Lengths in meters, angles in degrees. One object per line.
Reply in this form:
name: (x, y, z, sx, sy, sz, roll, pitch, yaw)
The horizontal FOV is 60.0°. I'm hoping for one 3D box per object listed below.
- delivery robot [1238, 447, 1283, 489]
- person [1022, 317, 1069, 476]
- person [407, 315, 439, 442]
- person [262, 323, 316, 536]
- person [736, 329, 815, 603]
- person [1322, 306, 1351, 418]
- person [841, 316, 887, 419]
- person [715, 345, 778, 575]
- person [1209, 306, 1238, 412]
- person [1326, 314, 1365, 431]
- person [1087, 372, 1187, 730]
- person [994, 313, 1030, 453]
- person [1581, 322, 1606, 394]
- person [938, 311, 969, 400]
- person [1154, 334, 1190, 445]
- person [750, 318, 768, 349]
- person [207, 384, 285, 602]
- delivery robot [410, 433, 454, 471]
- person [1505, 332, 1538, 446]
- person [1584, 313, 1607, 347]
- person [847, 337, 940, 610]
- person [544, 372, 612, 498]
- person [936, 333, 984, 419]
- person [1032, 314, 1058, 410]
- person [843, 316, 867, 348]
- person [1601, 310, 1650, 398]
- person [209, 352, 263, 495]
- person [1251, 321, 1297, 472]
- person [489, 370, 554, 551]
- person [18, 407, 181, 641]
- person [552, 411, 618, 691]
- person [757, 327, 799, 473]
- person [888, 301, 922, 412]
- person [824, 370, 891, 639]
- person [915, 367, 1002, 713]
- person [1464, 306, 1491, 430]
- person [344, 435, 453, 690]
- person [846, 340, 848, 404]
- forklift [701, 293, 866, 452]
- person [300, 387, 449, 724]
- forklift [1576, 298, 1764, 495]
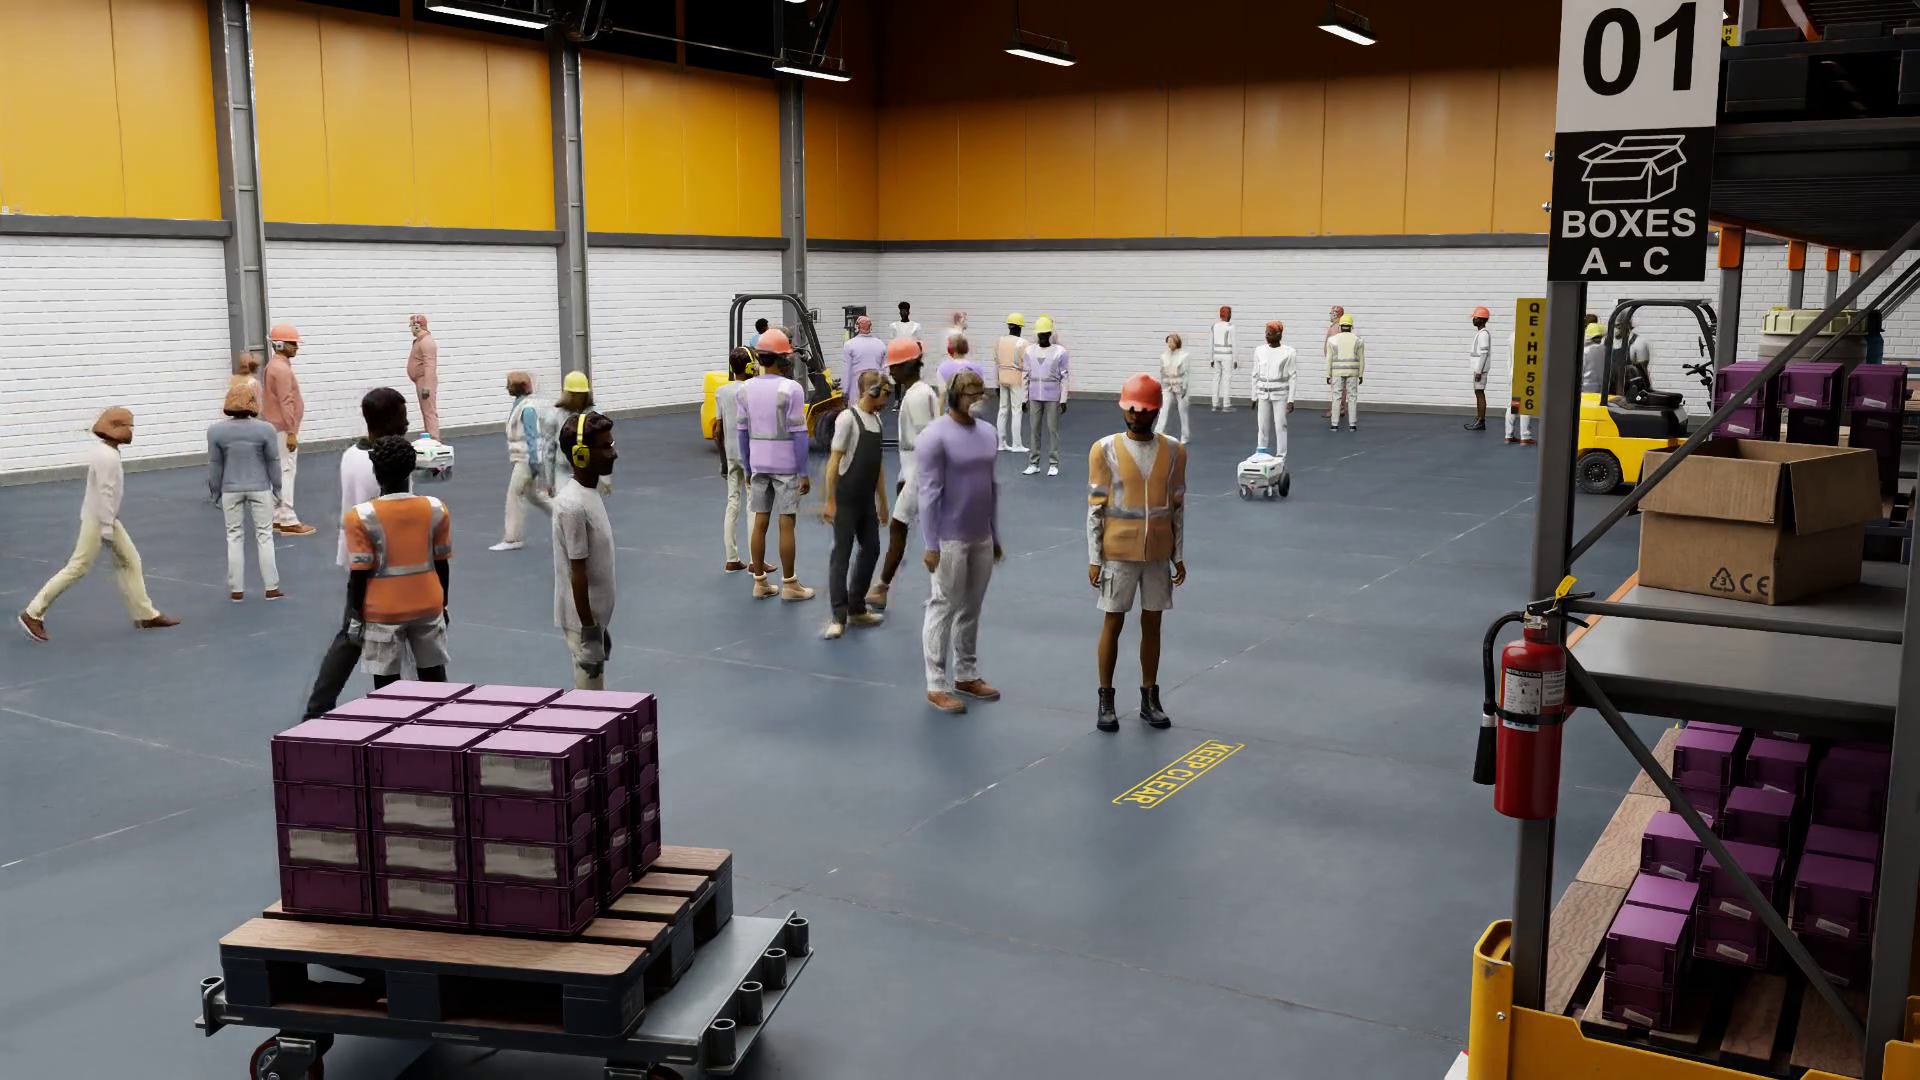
delivery robot: (3.284, -0.770, 18.156, 0.477, 0.478, 0.707, 4, 10, 25)
person: (1.020, -1.740, 20.237, 0.595, 1.924, 0.377, 4, 10, 24)
person: (-7.274, -2.094, 22.532, 0.399, 1.902, 0.642, -4, 10, -21)
person: (-6.341, -1.039, 15.660, 0.392, 1.991, 0.613, -6, 11, -32)
person: (-1.376, -0.551, 12.442, 0.607, 2.047, 0.366, 5, 10, 28)
person: (6.418, -3.042, 28.423, 0.405, 1.911, 0.636, 6, 11, 32)
person: (-1.277, -1.994, 21.926, 0.647, 1.901, 0.402, -5, 11, -31)
person: (-1.755, -0.650, 13.609, 0.509, 1.872, 0.328, 5, 10, 28)
person: (4.695, -3.221, 29.606, 0.337, 1.883, 0.584, -8, 12, -43)
person: (5.989, -2.597, 25.879, 0.590, 1.833, 0.404, 1, 9, 8)
person: (0.960, 0.067, 8.937, 0.551, 1.932, 0.368, -2, 9, -11)
person: (0.732, -2.158, 22.874, 0.586, 1.919, 0.388, 7, 11, 36)
person: (8.487, -2.000, 22.244, 0.604, 1.810, 0.781, -3, 10, -20)
person: (-0.155, -2.662, 26.165, 0.828, 1.877, 0.650, -4, 10, -24)
person: (3.024, -2.123, 23.676, 0.518, 1.592, 0.869, 6, 11, 34)
person: (-3.375, -2.917, 28.298, 0.320, 1.695, 0.537, -7, 12, -39)
person: (-5.345, -0.349, 12.466, 0.507, 1.631, 0.266, -2, 9, -15)
delivery robot: (-6.336, -1.027, 19.762, 0.707, 0.478, 0.477, 7, 12, 39)
person: (8.105, -2.318, 23.856, 0.375, 1.930, 0.625, -5, 10, -27)
person: (9.921, -2.667, 26.348, 0.636, 1.827, 0.596, -1, 9, -8)
person: (-0.402, -0.468, 12.093, 1.009, 1.987, 0.620, 1, 9, 7)
person: (-3.042, -0.500, 13.229, 0.501, 1.692, 0.930, -4, 10, -24)
person: (0.006, -1.223, 17.276, 0.570, 1.846, 0.372, -6, 11, -34)
person: (1.478, -3.205, 29.983, 0.538, 1.721, 0.867, -6, 11, -35)
person: (-1.599, -2.689, 26.452, 0.430, 1.837, 0.624, -6, 11, -35)
person: (8.909, -2.128, 22.302, 0.889, 2.000, 0.713, -7, 11, -37)
person: (-7.744, -1.216, 17.931, 0.520, 1.614, 0.657, 6, 11, 33)
person: (3.826, -1.737, 20.346, 0.573, 1.885, 0.357, 7, 11, 36)
person: (-3.824, -0.719, 14.855, 0.770, 1.612, 0.527, -4, 10, -25)
person: (-5.896, -0.122, 11.269, 0.943, 1.569, 0.519, -4, 10, -25)
person: (-1.582, 0.381, 7.191, 0.328, 1.867, 0.513, -2, 9, -10)
person: (-2.298, -1.678, 20.249, 0.643, 1.809, 0.676, 9, 13, 43)
person: (-0.980, -3.252, 29.546, 0.613, 1.965, 0.361, 1, 9, 4)
person: (-0.730, -0.239, 11.291, 0.347, 1.806, 0.669, 5, 11, 31)
person: (0.004, -0.013, 9.423, 0.356, 1.937, 0.635, 7, 12, 39)
person: (8.153, -2.694, 26.143, 0.351, 1.942, 0.545, 2, 9, 13)
person: (-2.662, 0.348, 7.920, 0.316, 1.695, 0.540, 8, 12, 43)
person: (-1.611, -2.569, 25.910, 0.313, 1.769, 0.525, -5, 10, -29)
forklift: (-2.458, -2.344, 23.176, 2.313, 2.155, 1.214, 0, 9, -2)
person: (-3.040, 0.134, 8.721, 0.591, 1.878, 0.993, 8, 12, 41)
forklift: (7.954, -1.589, 18.462, 2.313, 2.155, 1.214, 5, 11, 30)
